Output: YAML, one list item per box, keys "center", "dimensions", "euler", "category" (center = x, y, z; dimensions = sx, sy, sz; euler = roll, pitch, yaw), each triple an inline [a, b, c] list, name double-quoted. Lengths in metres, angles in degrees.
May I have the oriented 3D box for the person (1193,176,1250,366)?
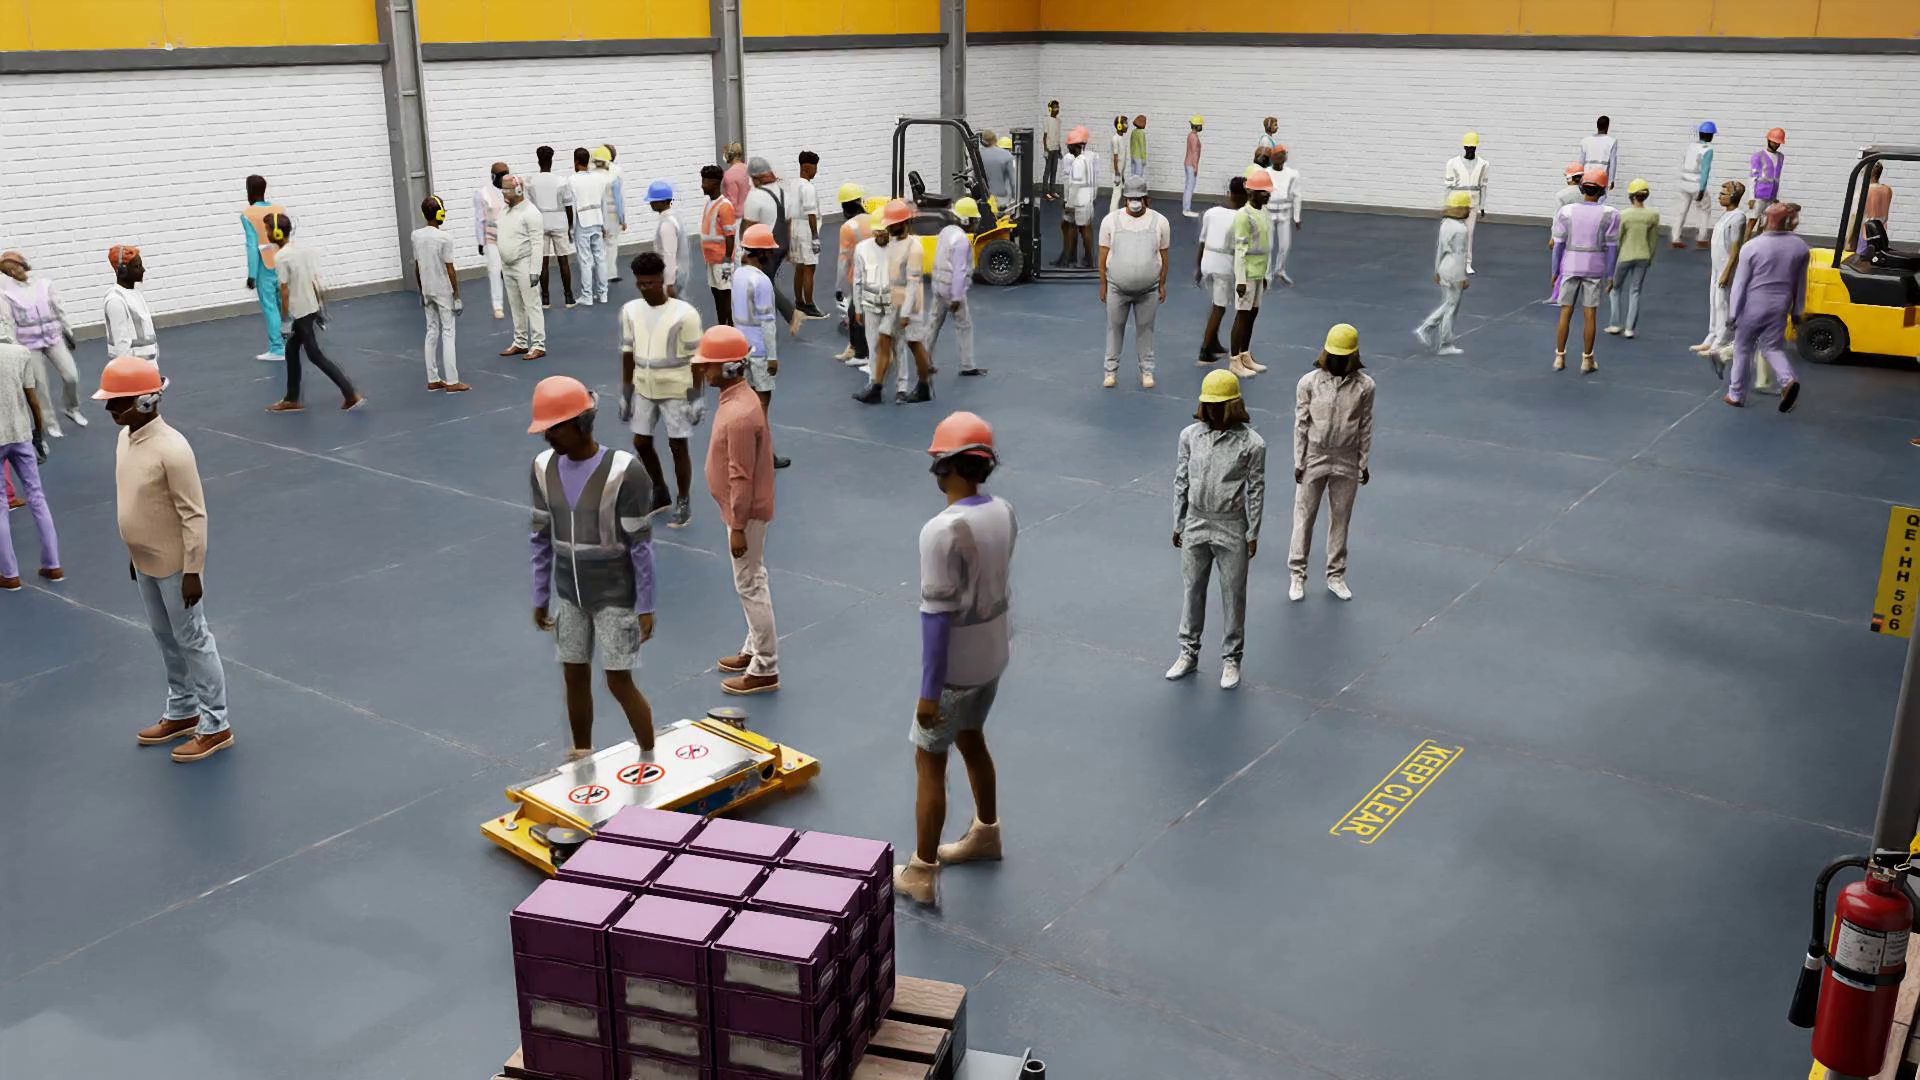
- center: [2.736, -2.751, 17.044]
  dimensions: [0.671, 1.924, 0.643]
  euler: [-12, 22, -34]
  category: "person"

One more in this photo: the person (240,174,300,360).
- center: [-7.185, -2.836, 17.331]
  dimensions: [0.383, 1.915, 0.599]
  euler: [5, 19, 16]
  category: "person"

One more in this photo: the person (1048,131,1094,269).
- center: [1.560, -4.761, 23.370]
  dimensions: [0.762, 1.896, 0.550]
  euler: [1, 18, 3]
  category: "person"

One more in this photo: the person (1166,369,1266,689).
- center: [1.368, -0.057, 8.916]
  dimensions: [0.493, 1.743, 0.299]
  euler: [9, 20, 25]
  category: "person"

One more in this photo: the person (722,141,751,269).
- center: [-2.854, -4.099, 21.244]
  dimensions: [0.372, 1.940, 0.632]
  euler: [4, 18, 12]
  category: "person"

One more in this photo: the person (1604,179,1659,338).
- center: [7.466, -3.137, 18.535]
  dimensions: [0.557, 1.749, 0.475]
  euler: [-1, 18, -3]
  category: "person"

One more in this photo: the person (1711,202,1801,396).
- center: [7.606, -2.299, 15.796]
  dimensions: [0.690, 1.824, 0.573]
  euler: [13, 22, 35]
  category: "person"

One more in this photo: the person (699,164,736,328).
- center: [-2.605, -3.042, 17.891]
  dimensions: [0.361, 1.964, 0.617]
  euler: [-9, 20, -26]
  category: "person"

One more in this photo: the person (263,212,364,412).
- center: [-5.888, -2.041, 15.005]
  dimensions: [0.882, 1.830, 0.508]
  euler: [-2, 18, -5]
  category: "person"

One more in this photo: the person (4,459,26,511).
- center: [-7.142, -1.006, 12.081]
  dimensions: [0.496, 1.626, 0.286]
  euler: [0, 18, -1]
  category: "person"

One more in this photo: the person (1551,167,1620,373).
- center: [6.271, -2.707, 16.719]
  dimensions: [0.616, 2.041, 0.379]
  euler: [10, 20, 28]
  category: "person"

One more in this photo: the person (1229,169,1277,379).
- center: [2.918, -2.638, 16.503]
  dimensions: [0.383, 2.041, 0.616]
  euler: [11, 21, 30]
  category: "person"

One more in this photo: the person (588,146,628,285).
- center: [-4.701, -4.278, 21.999]
  dimensions: [0.591, 1.817, 0.426]
  euler: [9, 20, 25]
  category: "person"

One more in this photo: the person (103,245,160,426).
- center: [-6.187, -1.275, 12.517]
  dimensions: [0.356, 1.879, 0.576]
  euler: [-4, 18, -11]
  category: "person"

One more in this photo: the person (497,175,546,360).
- center: [-4.611, -2.846, 17.378]
  dimensions: [0.641, 1.908, 0.407]
  euler: [14, 22, 37]
  category: "person"

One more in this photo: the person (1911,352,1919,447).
- center: [8.227, -1.560, 13.794]
  dimensions: [0.507, 1.631, 0.266]
  euler: [3, 18, 10]
  category: "person"

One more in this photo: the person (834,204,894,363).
- center: [-0.958, -2.640, 17.140]
  dimensions: [0.622, 1.667, 0.557]
  euler: [-8, 20, -24]
  category: "person"

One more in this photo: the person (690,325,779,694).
- center: [-1.193, -0.162, 8.863]
  dimensions: [0.415, 1.986, 0.610]
  euler: [-3, 18, -10]
  category: "person"

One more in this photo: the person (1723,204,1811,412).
- center: [7.323, -2.081, 15.041]
  dimensions: [0.673, 1.875, 0.757]
  euler: [-1, 18, -2]
  category: "person"

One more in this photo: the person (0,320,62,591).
- center: [-6.005, -0.603, 10.439]
  dimensions: [0.511, 1.862, 0.324]
  euler: [-17, 24, -42]
  category: "person"

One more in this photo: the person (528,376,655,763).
- center: [-1.673, 0.247, 7.539]
  dimensions: [0.615, 2.027, 0.410]
  euler: [7, 19, 22]
  category: "person"

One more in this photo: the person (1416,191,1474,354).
- center: [5.176, -2.808, 17.545]
  dimensions: [0.428, 1.731, 0.489]
  euler: [-2, 18, -5]
  category: "person"

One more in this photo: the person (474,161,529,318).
- center: [-5.388, -3.543, 19.682]
  dimensions: [0.636, 1.838, 0.430]
  euler: [-9, 20, -25]
  category: "person"

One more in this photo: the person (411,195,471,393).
- center: [-4.956, -2.328, 15.828]
  dimensions: [0.506, 1.864, 0.329]
  euler: [9, 20, 25]
  category: "person"

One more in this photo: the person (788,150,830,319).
- center: [-1.805, -3.605, 19.664]
  dimensions: [0.380, 1.959, 0.603]
  euler: [-9, 20, -27]
  category: "person"

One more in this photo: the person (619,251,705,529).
- center: [-2.089, -1.047, 11.707]
  dimensions: [0.667, 1.948, 0.394]
  euler: [8, 19, 22]
  category: "person"

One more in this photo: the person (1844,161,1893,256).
- center: [10.762, -3.564, 19.748]
  dimensions: [0.560, 1.835, 0.390]
  euler: [-7, 19, -20]
  category: "person"

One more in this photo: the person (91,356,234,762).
- center: [-3.860, 0.091, 8.045]
  dimensions: [0.624, 1.992, 0.386]
  euler: [14, 22, 37]
  category: "person"

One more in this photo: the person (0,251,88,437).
- center: [-7.819, -1.655, 14.138]
  dimensions: [0.350, 1.614, 0.591]
  euler: [14, 22, 37]
  category: "person"

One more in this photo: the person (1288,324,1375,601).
- center: [2.284, -0.471, 10.219]
  dimensions: [0.483, 1.738, 0.313]
  euler: [0, 18, -1]
  category: "person"

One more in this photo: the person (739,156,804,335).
- center: [-2.092, -3.282, 18.521]
  dimensions: [0.805, 2.000, 0.692]
  euler: [8, 19, 24]
  category: "person"
